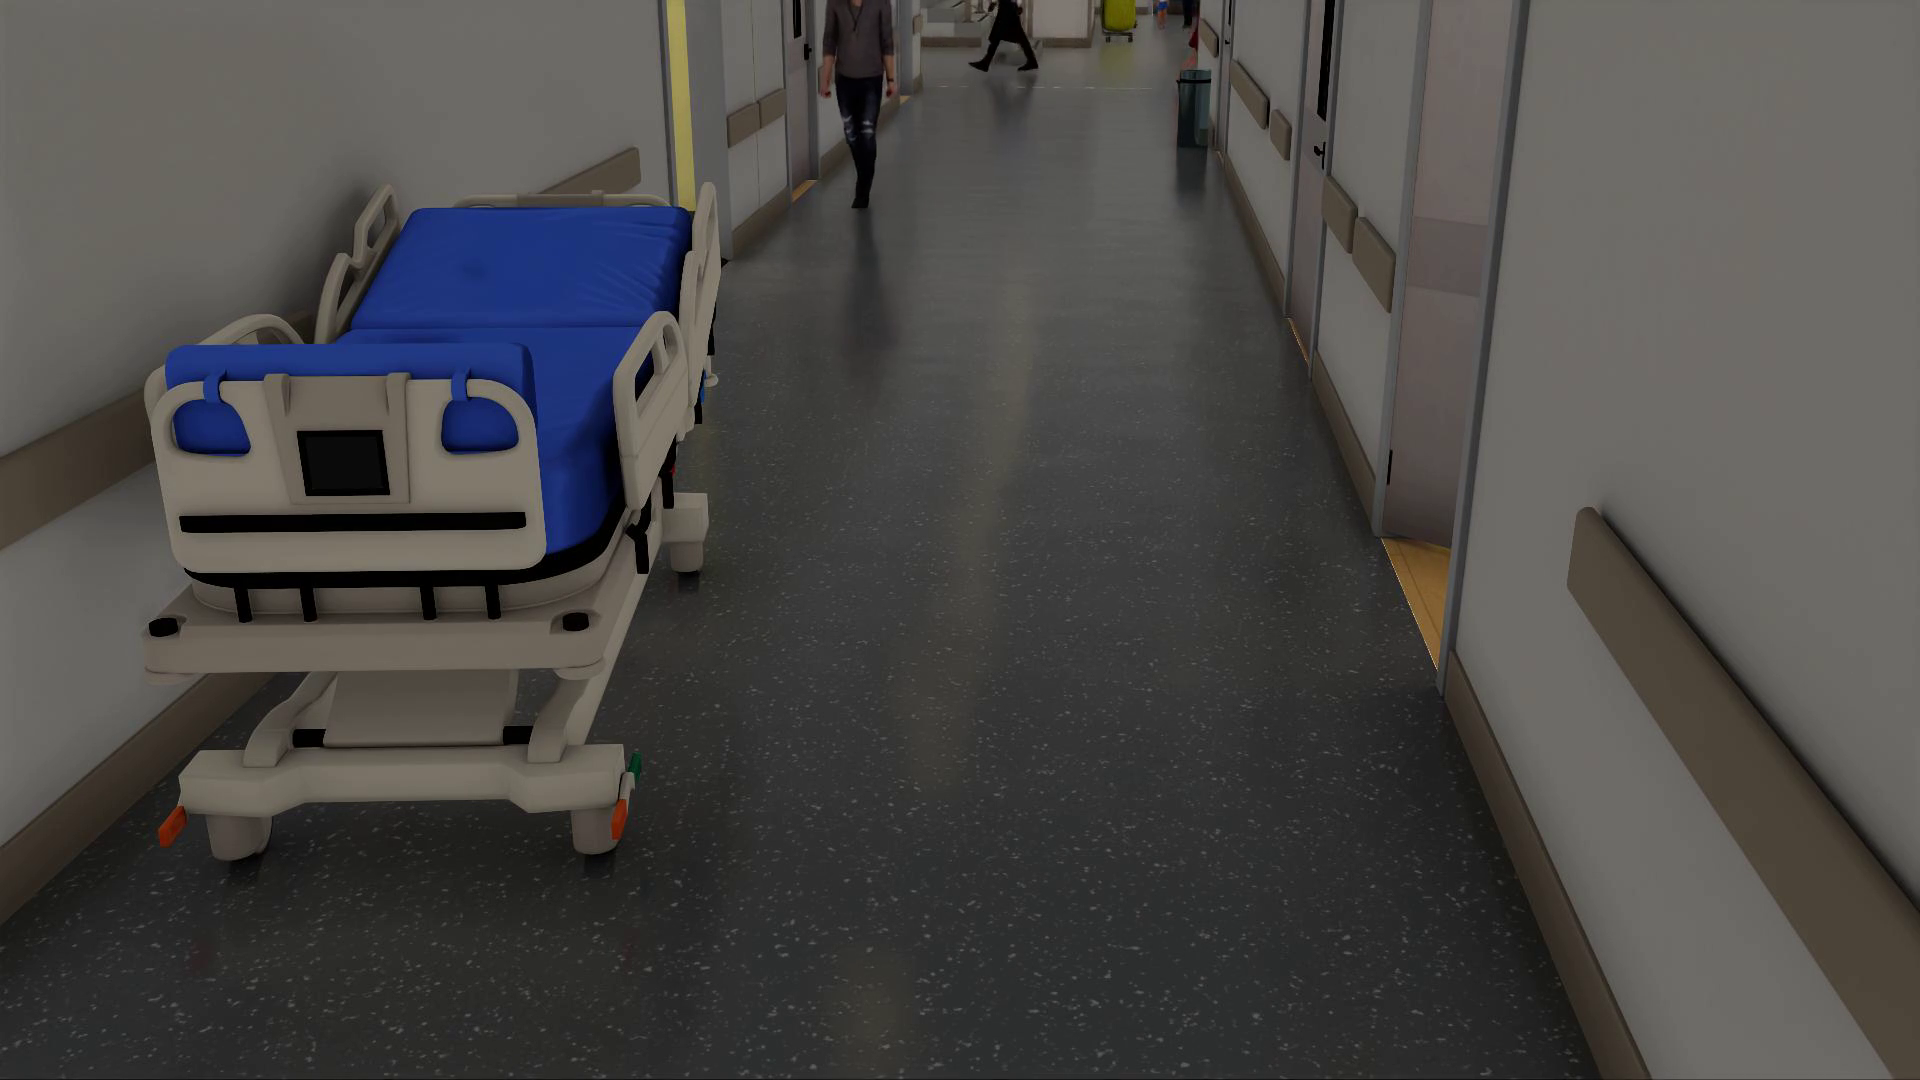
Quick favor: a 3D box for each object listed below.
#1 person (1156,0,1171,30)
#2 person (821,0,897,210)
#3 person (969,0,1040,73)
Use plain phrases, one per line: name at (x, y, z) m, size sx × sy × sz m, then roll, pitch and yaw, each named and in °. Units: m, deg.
person at (3.856, -10.255, 31.735) m, size 0.665 × 0.991 × 0.499 m, roll 0°, pitch 21°, yaw -1°
person at (-0.749, -3.508, 12.679) m, size 1.147 × 1.871 × 0.816 m, roll 3°, pitch 21°, yaw 9°
person at (0.767, -7.327, 22.888) m, size 1.332 × 1.782 × 0.931 m, roll -5°, pitch 21°, yaw -13°
